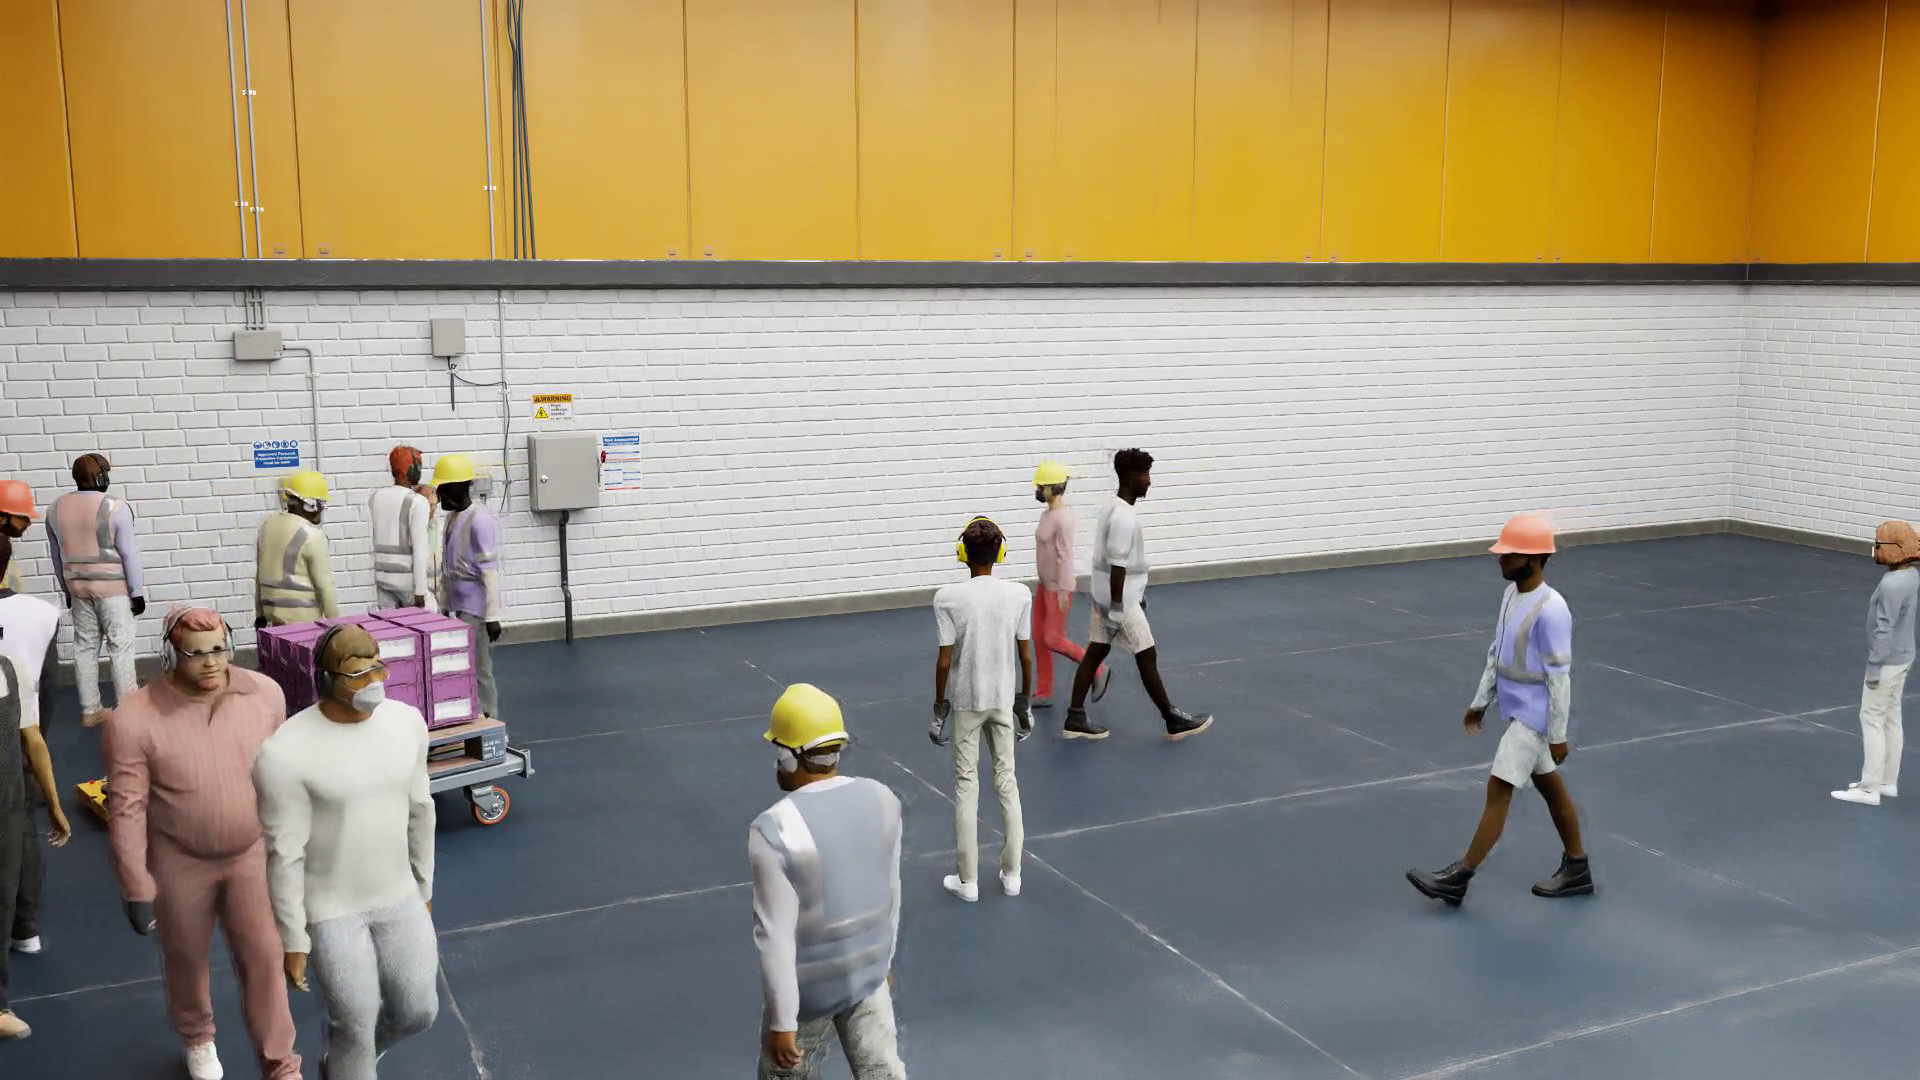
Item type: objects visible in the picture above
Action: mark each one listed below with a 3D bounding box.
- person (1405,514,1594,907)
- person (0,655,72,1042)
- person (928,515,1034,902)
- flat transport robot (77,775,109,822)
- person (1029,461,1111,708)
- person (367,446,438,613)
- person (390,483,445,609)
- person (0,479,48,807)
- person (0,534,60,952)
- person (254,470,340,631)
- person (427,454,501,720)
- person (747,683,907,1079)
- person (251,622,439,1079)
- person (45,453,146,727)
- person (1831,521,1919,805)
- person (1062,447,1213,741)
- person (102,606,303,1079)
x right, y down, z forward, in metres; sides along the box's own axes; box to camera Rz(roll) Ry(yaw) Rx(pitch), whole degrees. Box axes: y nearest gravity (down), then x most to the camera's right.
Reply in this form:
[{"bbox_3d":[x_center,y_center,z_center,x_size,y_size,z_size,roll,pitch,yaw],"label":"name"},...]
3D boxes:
[{"bbox_3d":[2.642,0.816,7.946,0.996,1.889,0.546,0,9,1],"label":"person"},{"bbox_3d":[-3.796,1.090,6.469,0.464,1.825,0.543,4,10,24],"label":"person"},{"bbox_3d":[0.104,0.814,8.054,0.534,1.868,0.309,-3,10,-17],"label":"person"},{"bbox_3d":[-4.293,1.343,9.713,1.431,0.197,0.652,-8,12,-41],"label":"flat transport robot"},{"bbox_3d":[0.704,0.318,11.493,0.583,1.745,0.534,-2,9,-14],"label":"person"},{"bbox_3d":[-3.748,0.275,11.419,0.590,1.854,0.808,5,10,26],"label":"person"},{"bbox_3d":[-3.723,0.392,11.480,0.771,1.611,0.526,7,12,38],"label":"person"},{"bbox_3d":[-5.351,0.613,9.185,0.611,1.905,0.617,-6,11,-32],"label":"person"},{"bbox_3d":[-4.404,0.898,7.547,0.806,1.866,0.624,9,13,44],"label":"person"},{"bbox_3d":[-4.111,0.453,10.536,0.612,1.790,0.773,7,11,36],"label":"person"},{"bbox_3d":[-3.123,0.414,10.390,0.543,1.907,0.624,-6,11,-34],"label":"person"},{"bbox_3d":[-0.363,1.336,5.103,0.607,1.787,0.948,-9,13,-43],"label":"person"},{"bbox_3d":[-2.008,1.200,5.481,0.571,1.921,0.635,7,11,36],"label":"person"},{"bbox_3d":[-5.703,0.340,11.078,0.626,1.844,0.429,2,9,9],"label":"person"},{"bbox_3d":[5.279,0.697,9.522,0.326,1.634,0.506,8,12,41],"label":"person"},{"bbox_3d":[1.124,0.357,10.713,0.989,1.910,0.627,-1,9,-4],"label":"person"},{"bbox_3d":[-2.672,1.155,5.974,0.669,1.848,0.987,-8,12,-39],"label":"person"}]
